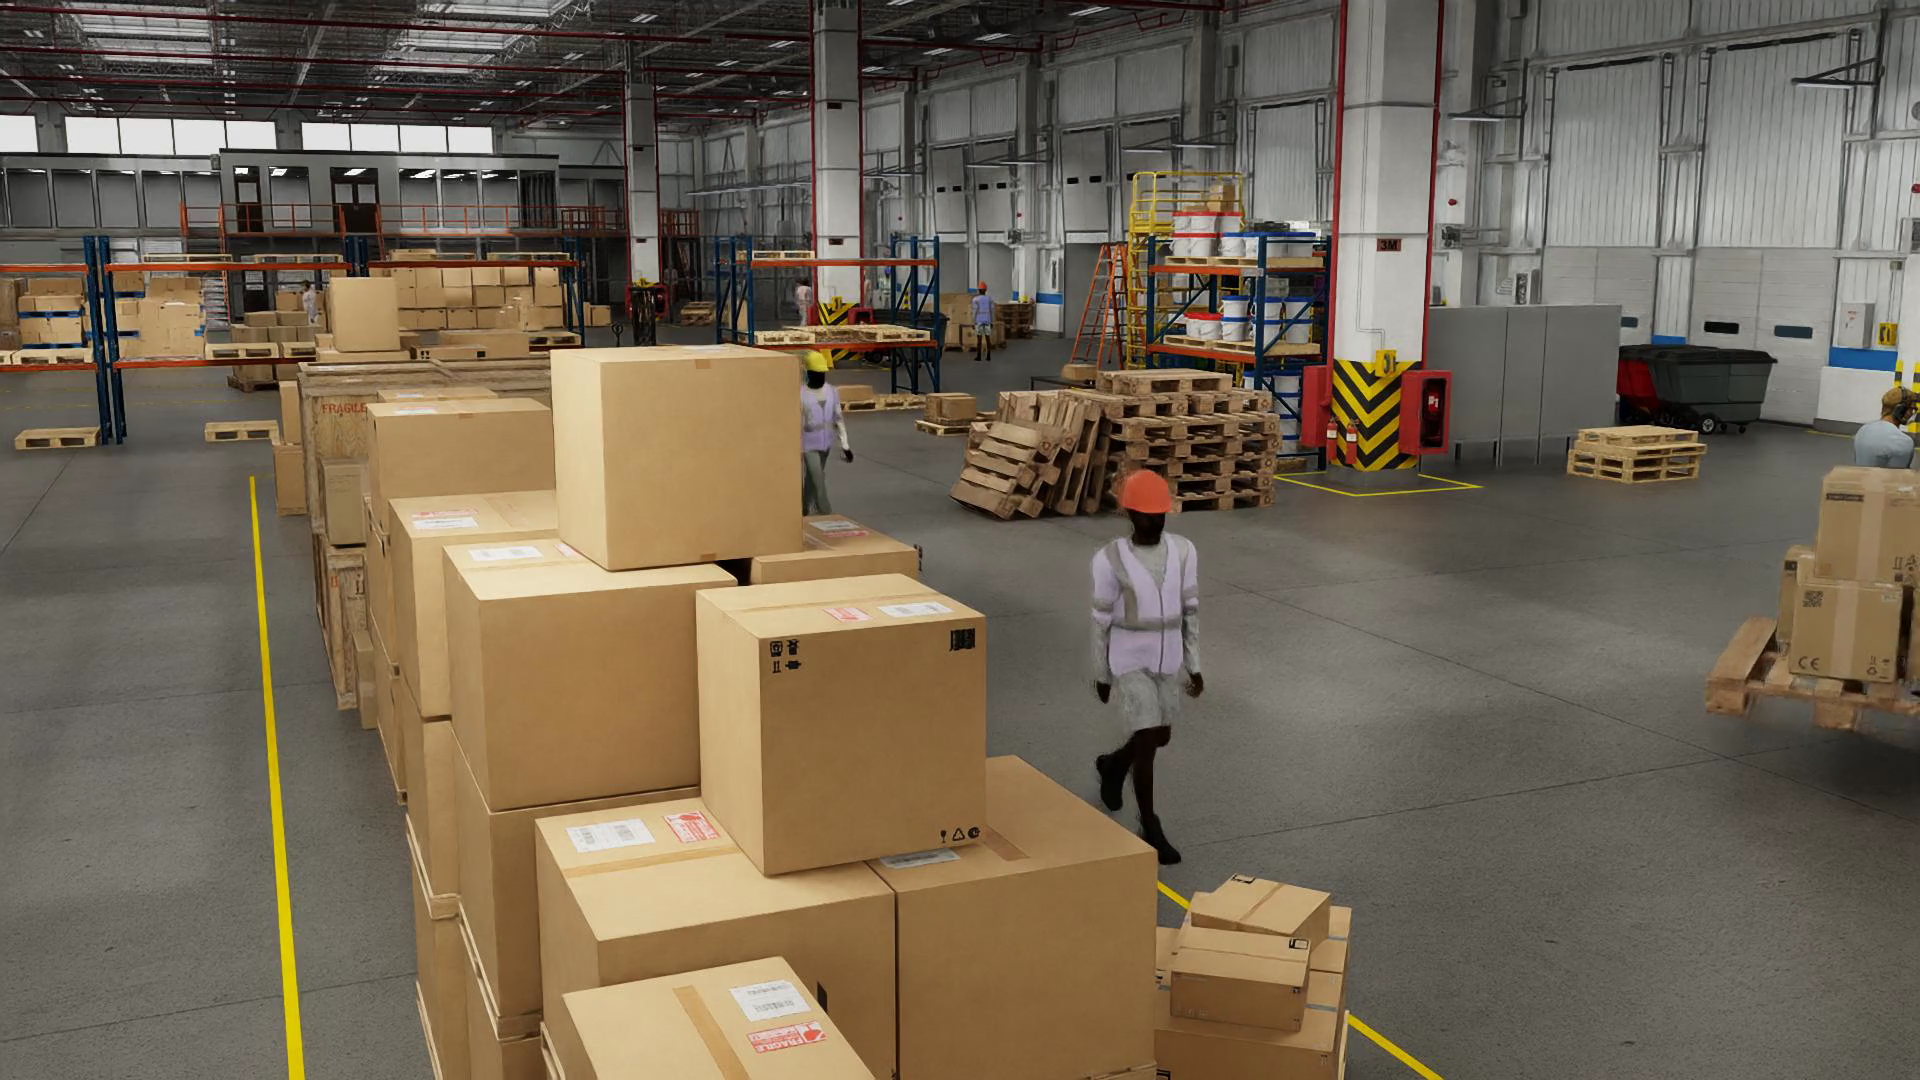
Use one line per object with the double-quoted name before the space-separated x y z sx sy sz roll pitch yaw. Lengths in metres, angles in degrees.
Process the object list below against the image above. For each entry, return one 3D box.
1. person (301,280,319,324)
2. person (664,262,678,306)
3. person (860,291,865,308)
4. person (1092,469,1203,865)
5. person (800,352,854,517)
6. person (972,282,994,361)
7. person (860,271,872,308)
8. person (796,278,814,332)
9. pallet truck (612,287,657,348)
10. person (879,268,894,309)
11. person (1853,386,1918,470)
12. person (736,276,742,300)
"person" -16.962 -5.826 43.437 0.382 1.932 0.623 -7 13 -36
"person" -12.896 -11.439 74.207 0.612 1.986 0.407 -1 10 -3
"person" -2.960 -6.353 46.701 0.628 1.807 0.945 2 11 12
"person" 0.882 0.572 8.239 0.544 1.906 0.847 -5 11 -25
"person" -1.405 -0.934 16.596 0.986 1.871 0.607 10 14 43
"person" 0.560 -5.369 40.866 0.545 1.942 0.352 -3 11 -16
"person" -3.392 -8.491 58.258 0.589 1.875 0.993 -1 10 -5
"person" -4.647 -7.030 50.458 0.627 1.794 0.976 9 13 40
"pallet truck" -6.464 -4.406 35.401 0.823 1.965 1.885 6 12 32
"person" -2.590 -8.703 59.262 0.609 1.943 0.410 -3 11 -14
"person" 6.811 -0.175 12.301 0.390 1.928 0.636 0 10 0
"person" -7.509 -7.957 55.705 0.563 1.725 0.506 -8 13 -38
